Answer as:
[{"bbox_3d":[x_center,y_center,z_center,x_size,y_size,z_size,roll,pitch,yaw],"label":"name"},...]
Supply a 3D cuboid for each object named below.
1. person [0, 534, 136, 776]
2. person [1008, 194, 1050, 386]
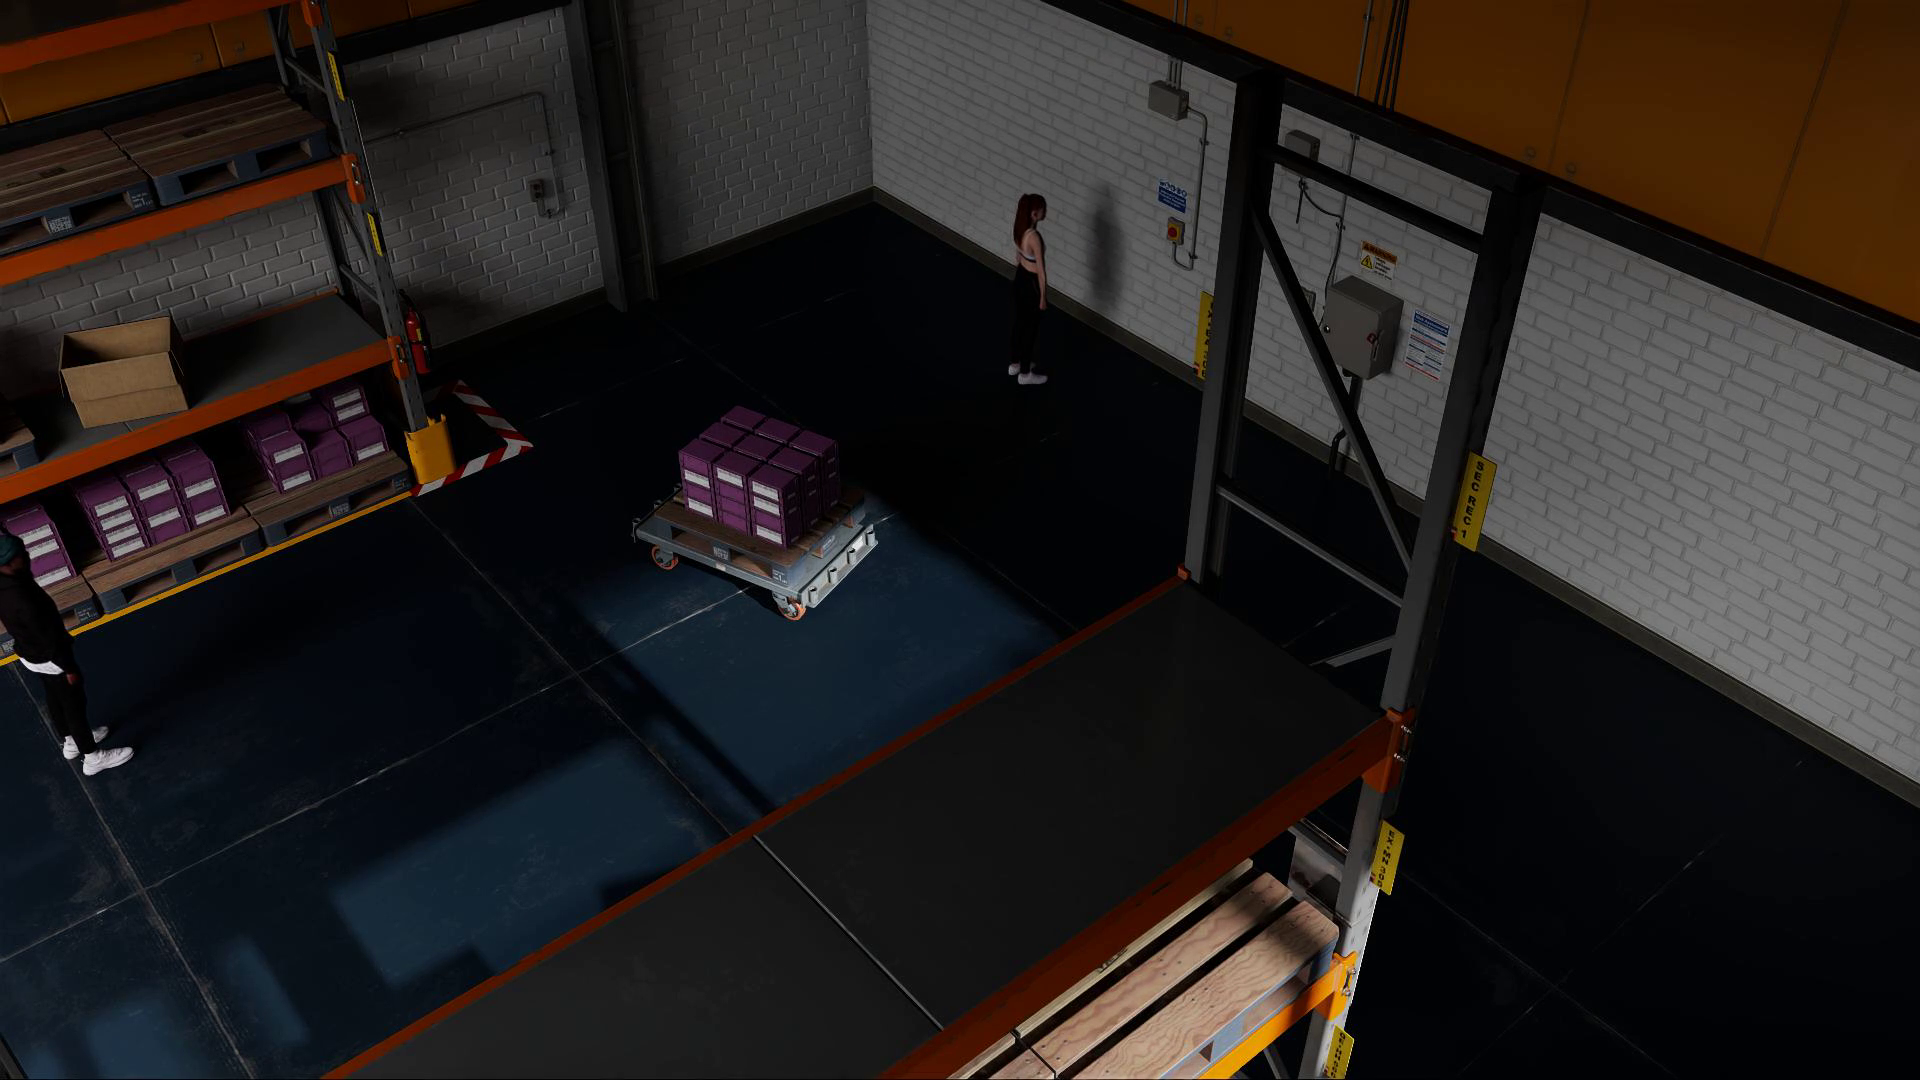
[{"bbox_3d":[-5.759,0.716,10.476,0.688,1.815,0.612,31,48,33],"label":"person"},{"bbox_3d":[0.577,-2.131,14.098,0.603,1.744,0.643,-14,41,-17],"label":"person"}]
